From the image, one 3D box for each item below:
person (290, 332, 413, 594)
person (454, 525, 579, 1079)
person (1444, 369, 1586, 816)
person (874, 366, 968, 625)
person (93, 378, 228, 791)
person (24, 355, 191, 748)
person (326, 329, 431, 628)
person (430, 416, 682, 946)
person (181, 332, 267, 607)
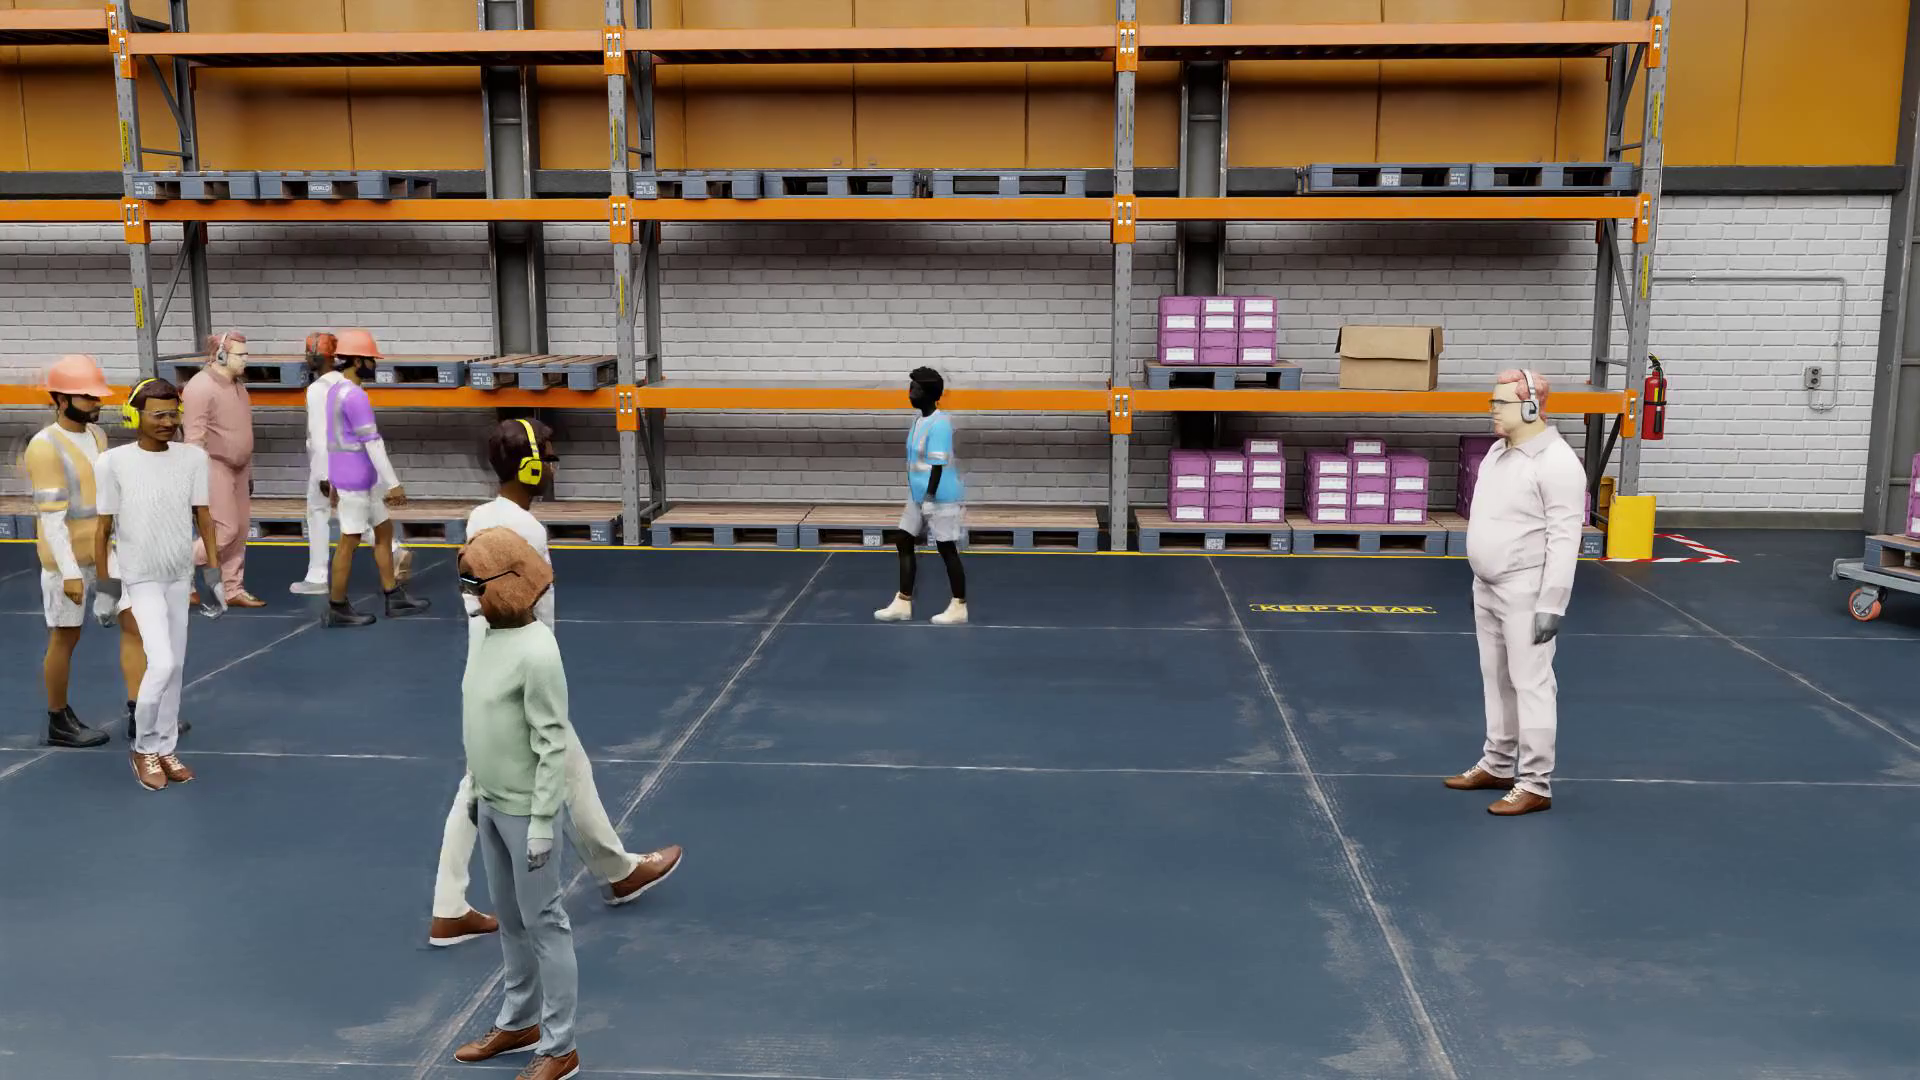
[{"bbox_3d":[-4.327,-0.523,11.648,0.806,1.863,0.580,2,10,12],"label":"person"},{"bbox_3d":[-1.278,0.764,4.755,0.287,1.633,0.497,-8,13,-39],"label":"person"},{"bbox_3d":[2.368,0.220,7.145,0.403,1.906,0.651,-2,10,-11],"label":"person"},{"bbox_3d":[-0.268,-0.271,10.690,0.710,1.670,0.565,-4,10,-20],"label":"person"},{"bbox_3d":[-3.568,0.199,7.446,0.499,1.845,0.512,6,12,33],"label":"person"},{"bbox_3d":[-4.108,0.075,7.969,0.789,1.906,0.585,1,10,6],"label":"person"},{"bbox_3d":[-3.752,-0.393,10.712,0.808,1.904,0.559,-5,11,-27],"label":"person"},{"bbox_3d":[-1.494,0.478,5.882,0.967,1.817,0.542,-9,13,-42],"label":"person"},{"bbox_3d":[-4.990,-0.450,11.135,0.528,1.883,0.658,0,10,2],"label":"person"}]
